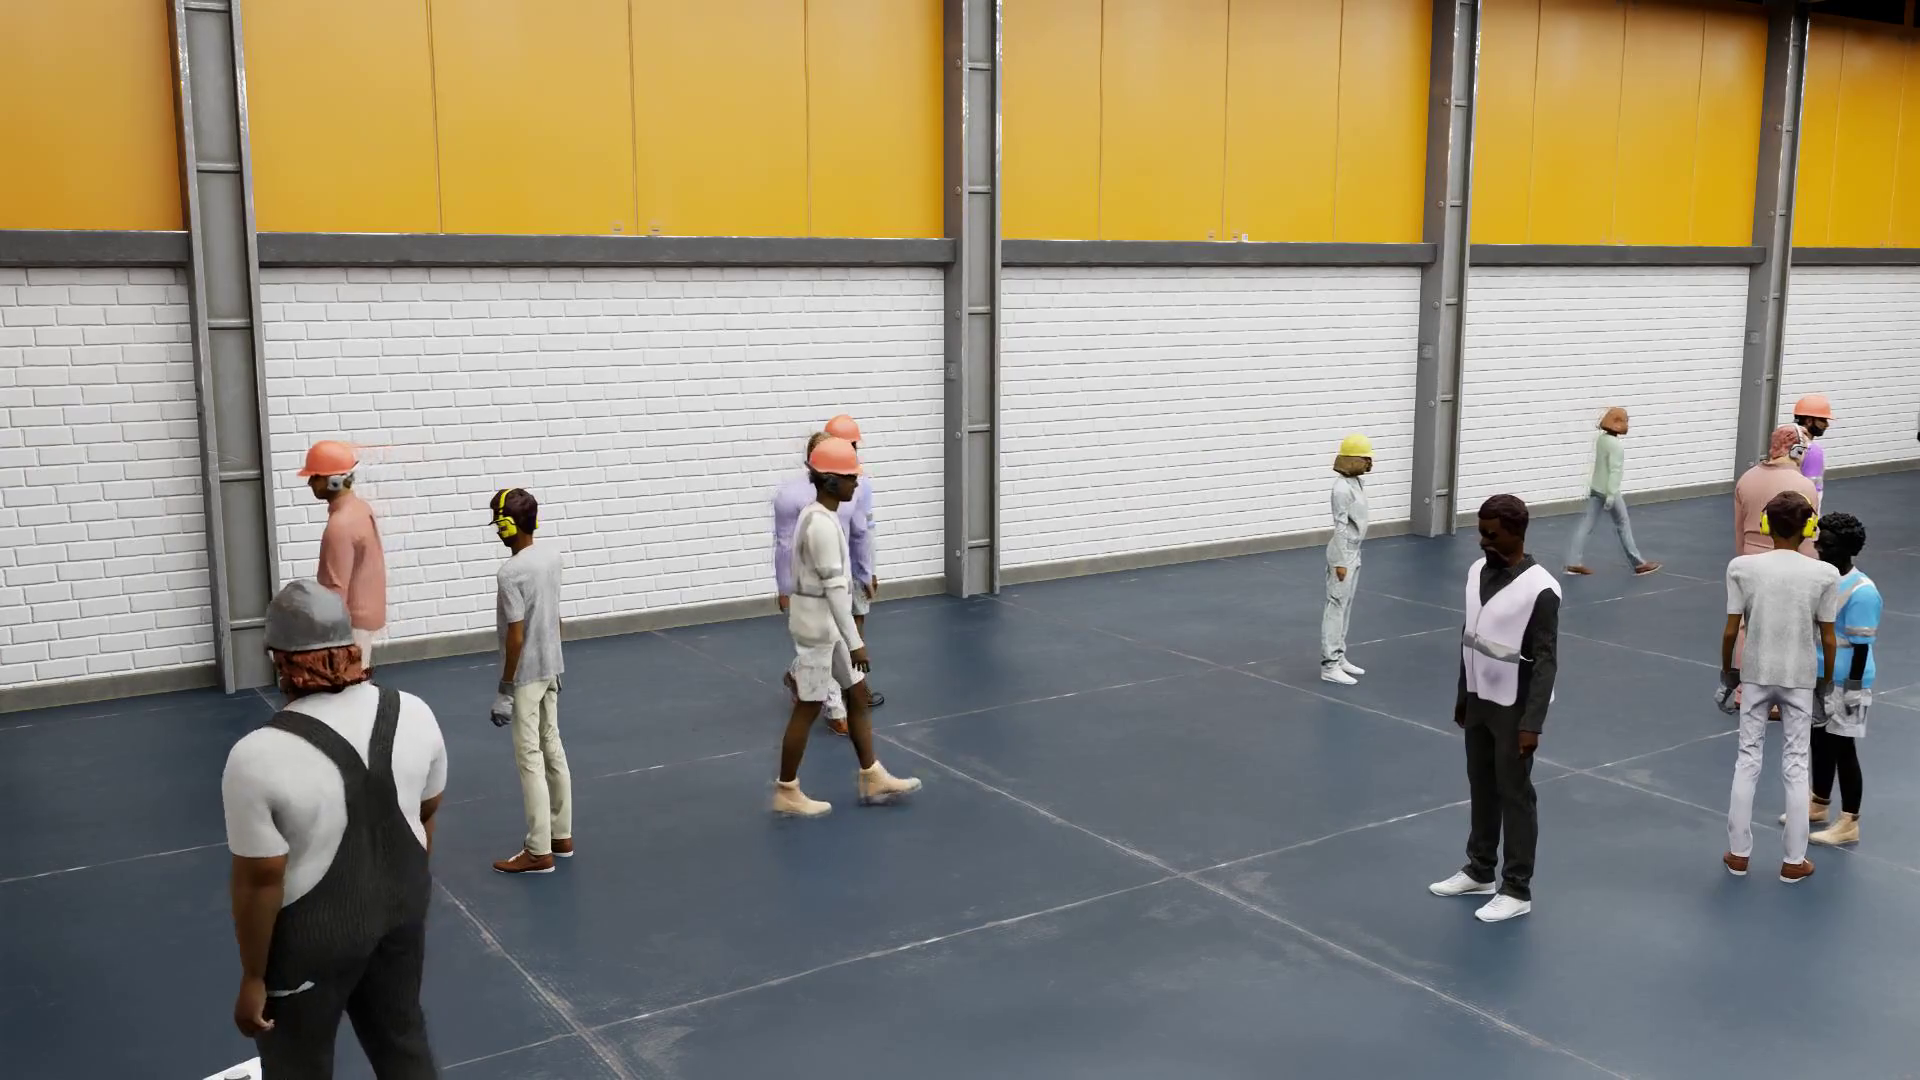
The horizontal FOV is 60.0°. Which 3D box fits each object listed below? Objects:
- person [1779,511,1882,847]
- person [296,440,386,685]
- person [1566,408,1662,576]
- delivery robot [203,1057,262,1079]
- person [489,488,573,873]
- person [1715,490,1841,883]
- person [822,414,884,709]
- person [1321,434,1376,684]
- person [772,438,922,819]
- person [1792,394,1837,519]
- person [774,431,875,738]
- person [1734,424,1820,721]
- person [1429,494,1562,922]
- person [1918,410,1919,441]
[{"bbox_3d":[4.409,0.694,8.391,0.322,1.694,0.538,0,9,-1],"label":"person"},{"bbox_3d":[-3.348,0.434,9.080,0.435,1.972,0.643,-2,10,-11],"label":"person"},{"bbox_3d":[6.116,-0.442,15.531,0.849,1.588,0.503,0,9,-3],"label":"person"},{"bbox_3d":[-2.008,1.780,4.970,0.707,0.478,0.477,7,12,35],"label":"delivery robot"},{"bbox_3d":[-2.081,0.675,7.986,0.328,1.861,0.520,3,10,15],"label":"person"},{"bbox_3d":[3.872,0.691,7.891,0.515,1.861,0.329,6,11,30],"label":"person"},{"bbox_3d":[-0.761,0.146,10.927,0.545,1.942,0.351,7,11,34],"label":"person"},{"bbox_3d":[2.733,0.123,11.663,0.319,1.743,0.488,5,10,25],"label":"person"},{"bbox_3d":[-0.582,0.475,8.734,0.903,2.012,0.618,0,9,-1],"label":"person"},{"bbox_3d":[6.420,-0.149,12.723,0.376,1.934,0.547,0,9,-2],"label":"person"},{"bbox_3d":[-0.907,0.234,10.544,0.645,1.898,0.975,-7,12,-38],"label":"person"},{"bbox_3d":[5.270,0.205,10.691,0.410,1.905,0.641,-3,10,-16],"label":"person"},{"bbox_3d":[2.431,0.737,7.451,0.392,1.914,0.589,-3,10,-18],"label":"person"},{"bbox_3d":[12.052,-1.351,20.289,0.637,1.826,0.696,7,12,37],"label":"person"}]
